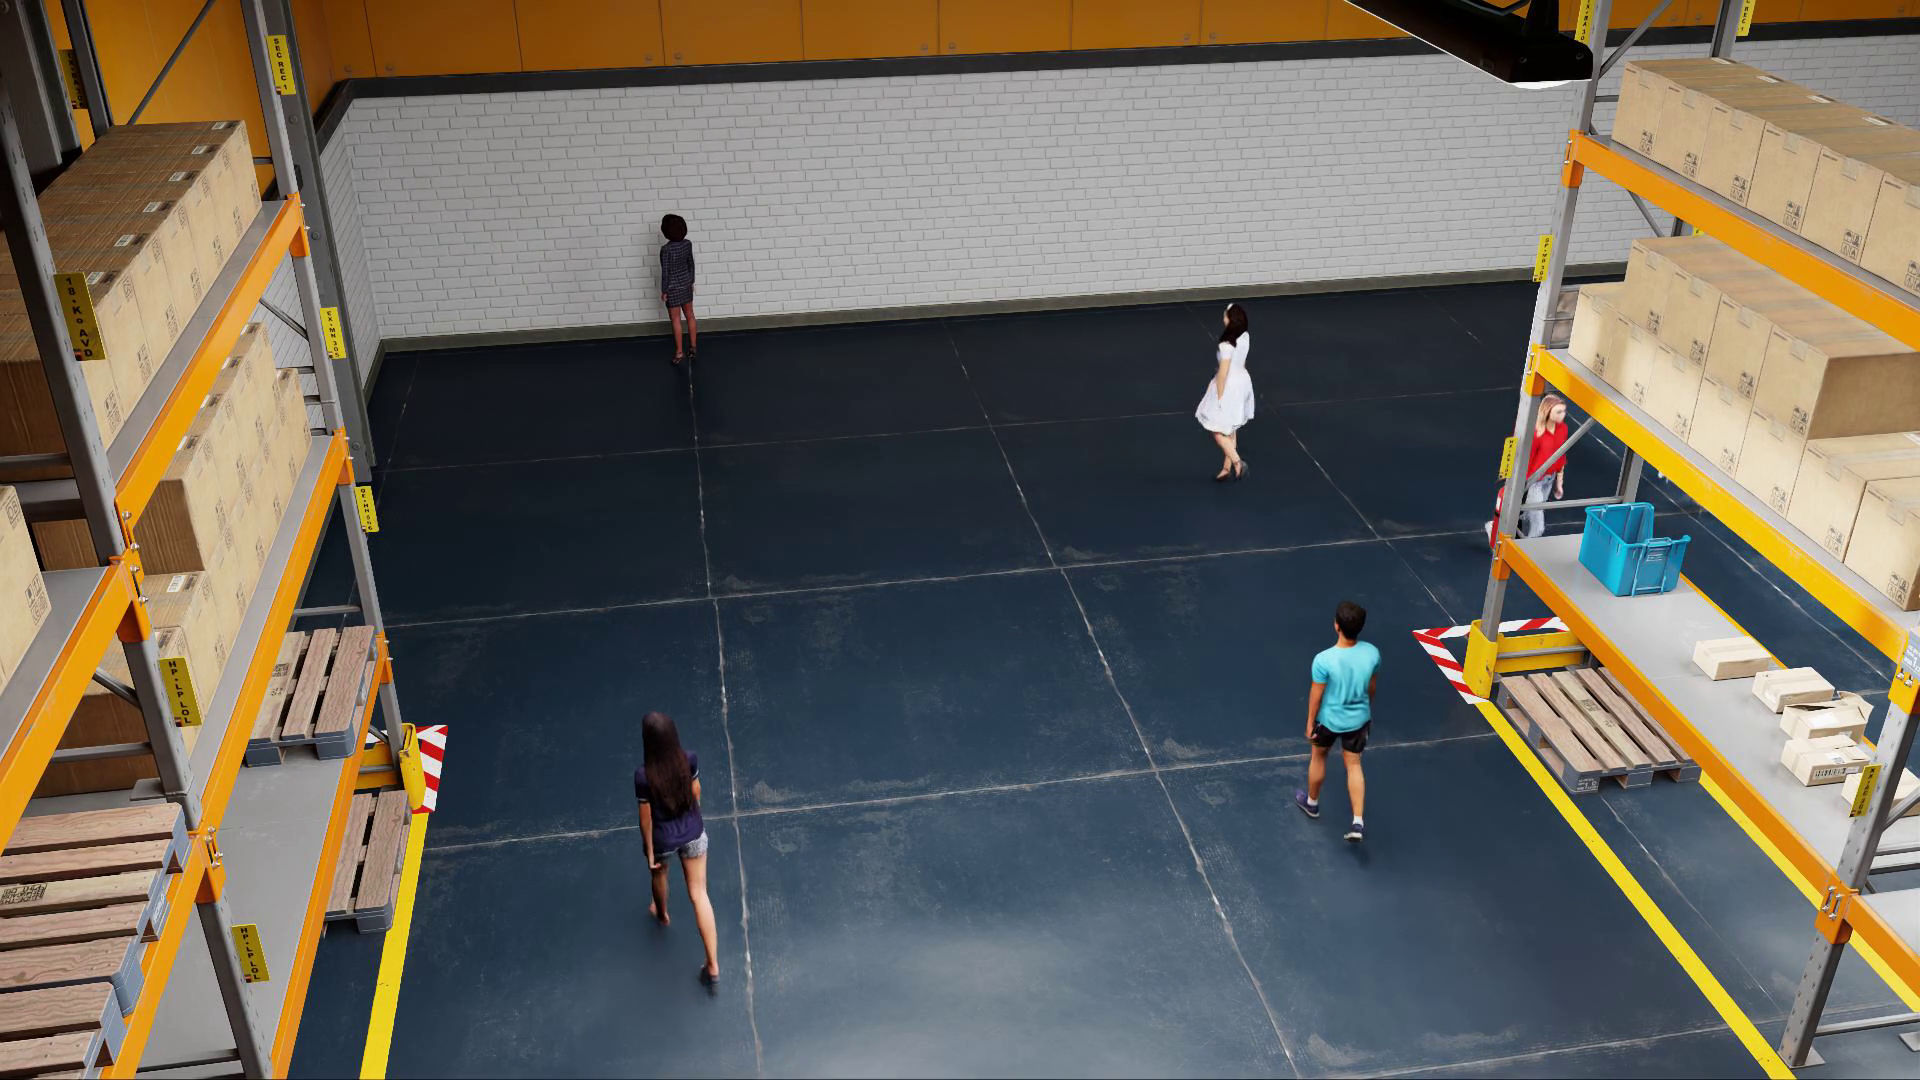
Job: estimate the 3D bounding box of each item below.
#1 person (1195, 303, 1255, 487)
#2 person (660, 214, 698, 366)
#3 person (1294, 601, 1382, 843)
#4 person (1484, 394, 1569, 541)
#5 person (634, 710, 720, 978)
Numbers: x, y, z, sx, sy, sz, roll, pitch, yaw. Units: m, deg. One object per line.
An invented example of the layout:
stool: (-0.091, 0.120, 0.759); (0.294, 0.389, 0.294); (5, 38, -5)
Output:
person: (2.591, -1.298, 15.465); (0.976, 1.803, 0.895); (25, 37, 38)
person: (-3.079, -2.750, 18.229); (0.741, 1.703, 0.699); (22, 36, 34)
person: (2.542, 1.218, 10.900); (0.660, 1.756, 0.976); (-4, 29, -7)
person: (4.841, -0.489, 14.109); (0.884, 1.680, 1.130); (-17, 33, -29)
person: (-1.645, 1.816, 9.835); (0.776, 1.726, 1.181); (-13, 31, -22)
